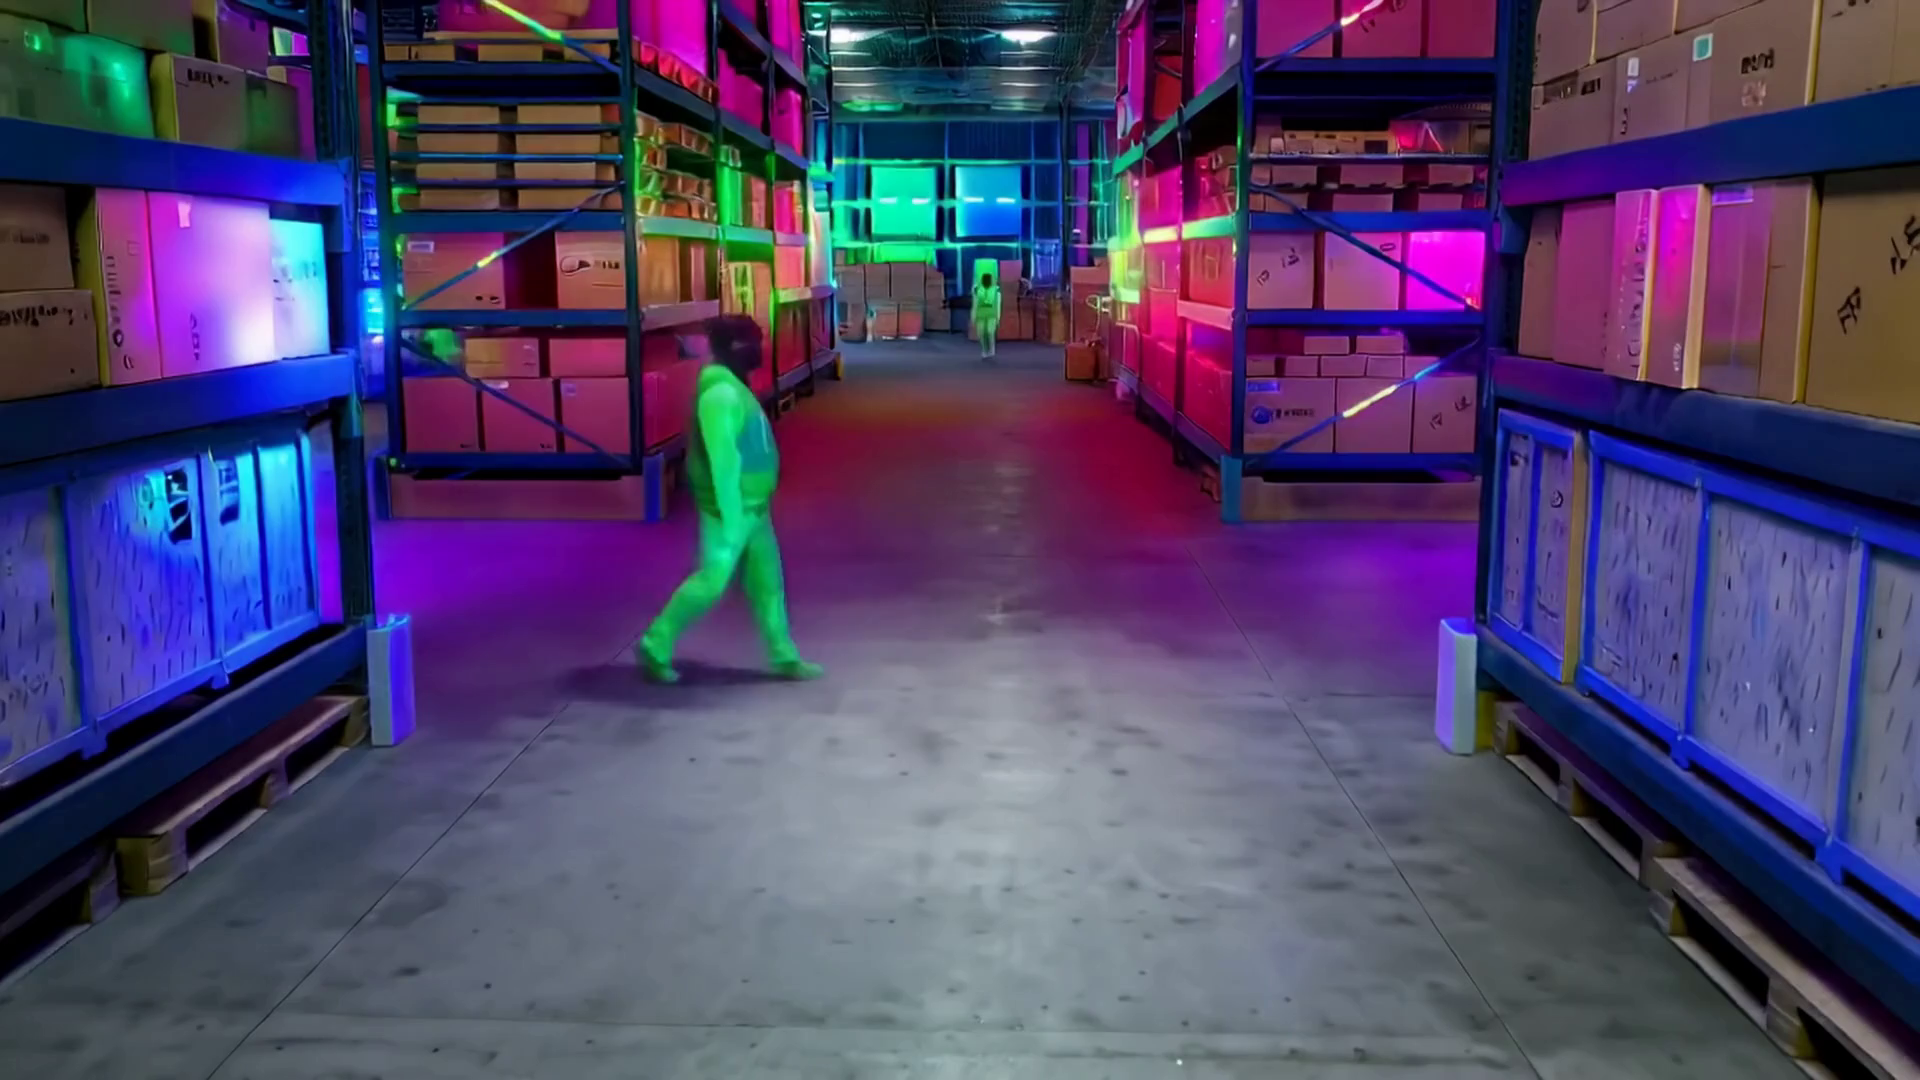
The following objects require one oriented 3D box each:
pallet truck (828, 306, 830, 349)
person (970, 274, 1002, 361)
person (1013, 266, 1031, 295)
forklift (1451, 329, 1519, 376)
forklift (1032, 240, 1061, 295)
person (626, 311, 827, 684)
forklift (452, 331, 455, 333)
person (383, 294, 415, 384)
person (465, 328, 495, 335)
[{"bbox_3d":[-3.100,-3.940,29.800,1.885,1.965,0.823,3,10,19],"label":"pallet truck"},{"bbox_3d":[0.531,-4.581,34.292,0.636,1.788,0.982,1,10,4],"label":"person"},{"bbox_3d":[2.097,-8.347,56.398,0.627,1.933,0.374,-3,10,-16],"label":"person"},{"bbox_3d":[6.877,-3.330,23.510,1.873,2.768,1.129,-4,10,-20],"label":"forklift"},{"bbox_3d":[3.172,-9.648,61.356,1.129,2.768,1.873,0,9,1],"label":"forklift"},{"bbox_3d":[-1.144,-0.183,7.905,0.900,1.807,0.643,0,9,-1],"label":"person"},{"bbox_3d":[-13.063,-6.320,41.417,1.129,2.768,1.873,0,9,1],"label":"forklift"},{"bbox_3d":[-5.790,-1.684,17.183,0.317,1.696,0.540,-3,10,-16],"label":"person"},{"bbox_3d":[-7.946,-3.506,27.547,0.558,1.890,0.977,0,9,-1],"label":"person"}]
